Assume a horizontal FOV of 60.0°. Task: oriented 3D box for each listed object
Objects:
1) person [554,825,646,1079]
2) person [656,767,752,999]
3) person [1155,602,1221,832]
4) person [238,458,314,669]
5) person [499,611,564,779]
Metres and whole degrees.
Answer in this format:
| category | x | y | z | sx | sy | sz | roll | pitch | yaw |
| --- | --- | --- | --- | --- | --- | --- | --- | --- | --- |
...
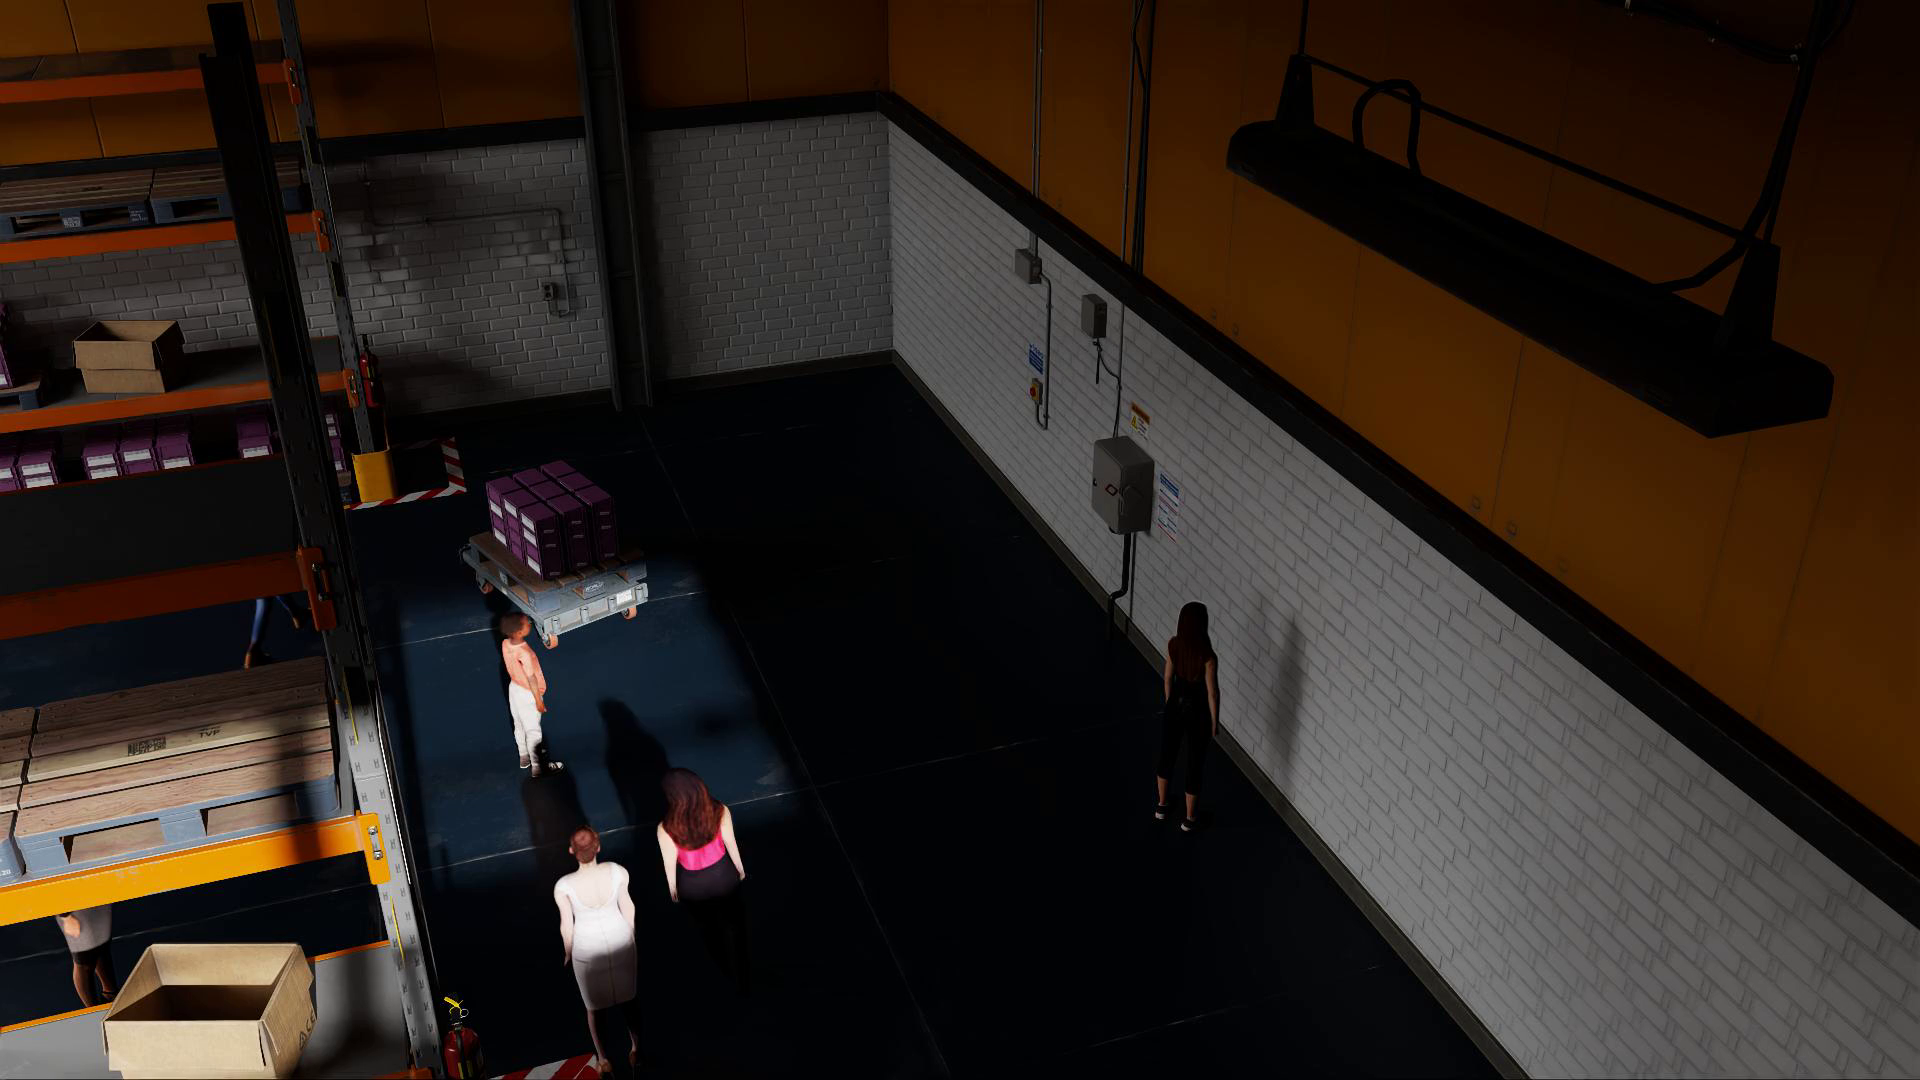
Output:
| category | x | y | z | sx | sy | sz | roll | pitch | yaw |
| --- | --- | --- | --- | --- | --- | --- | --- | --- | --- |
| person | -1.958 | 2.268 | 9.108 | 0.411 | 1.790 | 0.631 | -10 | 30 | -18 |
| person | -1.465 | 2.044 | 9.687 | 0.756 | 1.628 | 0.700 | -7 | 29 | -13 |
| person | 1.527 | 1.172 | 11.183 | 0.639 | 1.726 | 0.649 | 23 | 36 | 36 |
| person | -5.498 | 0.207 | 13.018 | 1.175 | 1.663 | 1.172 | 10 | 30 | 17 |
| person | -3.087 | 1.081 | 11.783 | 0.568 | 1.311 | 0.554 | -23 | 36 | -35 |
